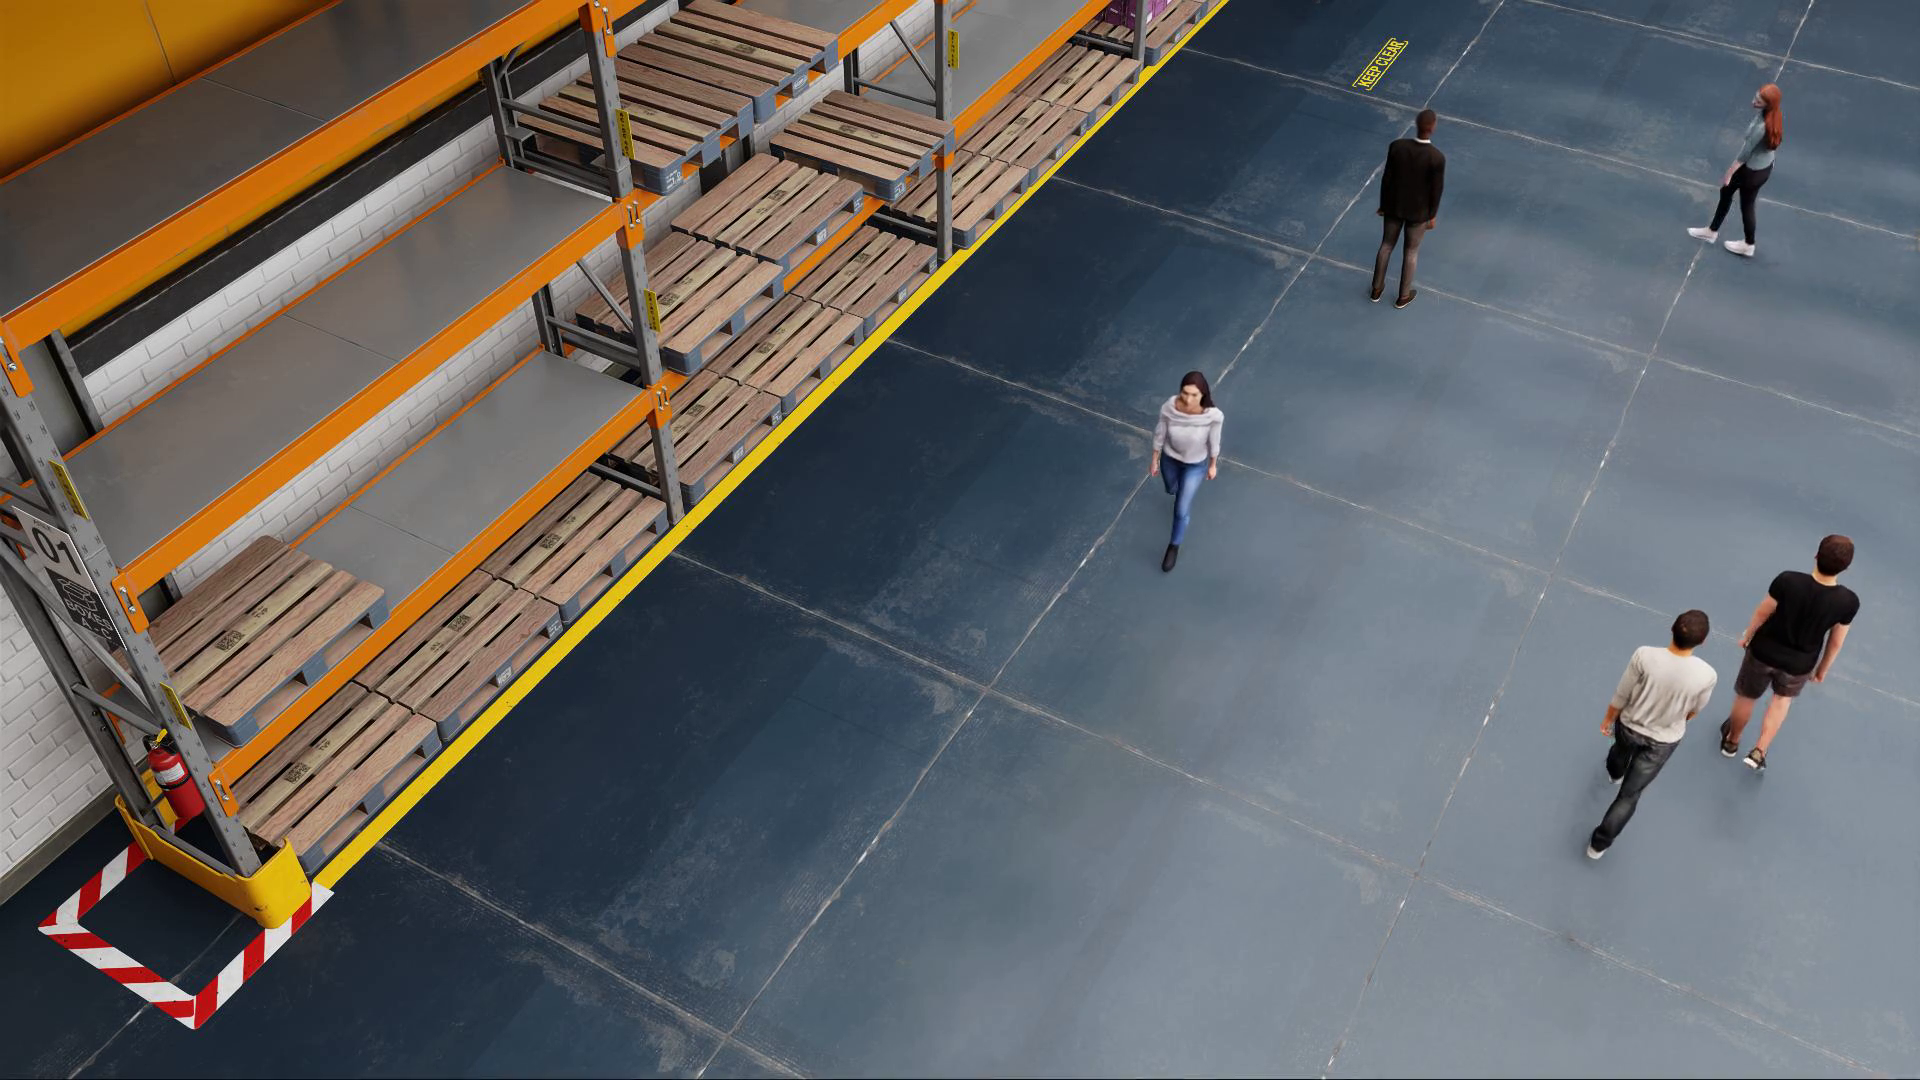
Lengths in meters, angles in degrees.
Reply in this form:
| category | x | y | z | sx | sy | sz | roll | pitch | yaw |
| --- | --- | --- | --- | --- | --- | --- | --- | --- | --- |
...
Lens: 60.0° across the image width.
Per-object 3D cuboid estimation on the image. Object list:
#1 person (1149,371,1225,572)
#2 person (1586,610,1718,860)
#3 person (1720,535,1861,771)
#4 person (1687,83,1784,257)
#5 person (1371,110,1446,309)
| category | x | y | z | sx | sy | sz | roll | pitch | yaw |
| --- | --- | --- | --- | --- | --- | --- | --- | --- | --- |
| person | 1.594 | -0.596 | 11.769 | 0.738 | 1.607 | 1.063 | 14 | 45 | 15 |
| person | 4.035 | 1.189 | 9.785 | 0.670 | 1.759 | 1.162 | 23 | 48 | 22 |
| person | 5.020 | 0.752 | 10.178 | 0.713 | 1.850 | 0.807 | 17 | 46 | 17 |
| person | 6.926 | -3.182 | 14.424 | 0.726 | 1.688 | 0.756 | 32 | 52 | 29 |
| person | 3.742 | -2.762 | 13.901 | 0.655 | 1.802 | 0.548 | 23 | 48 | 22 |
